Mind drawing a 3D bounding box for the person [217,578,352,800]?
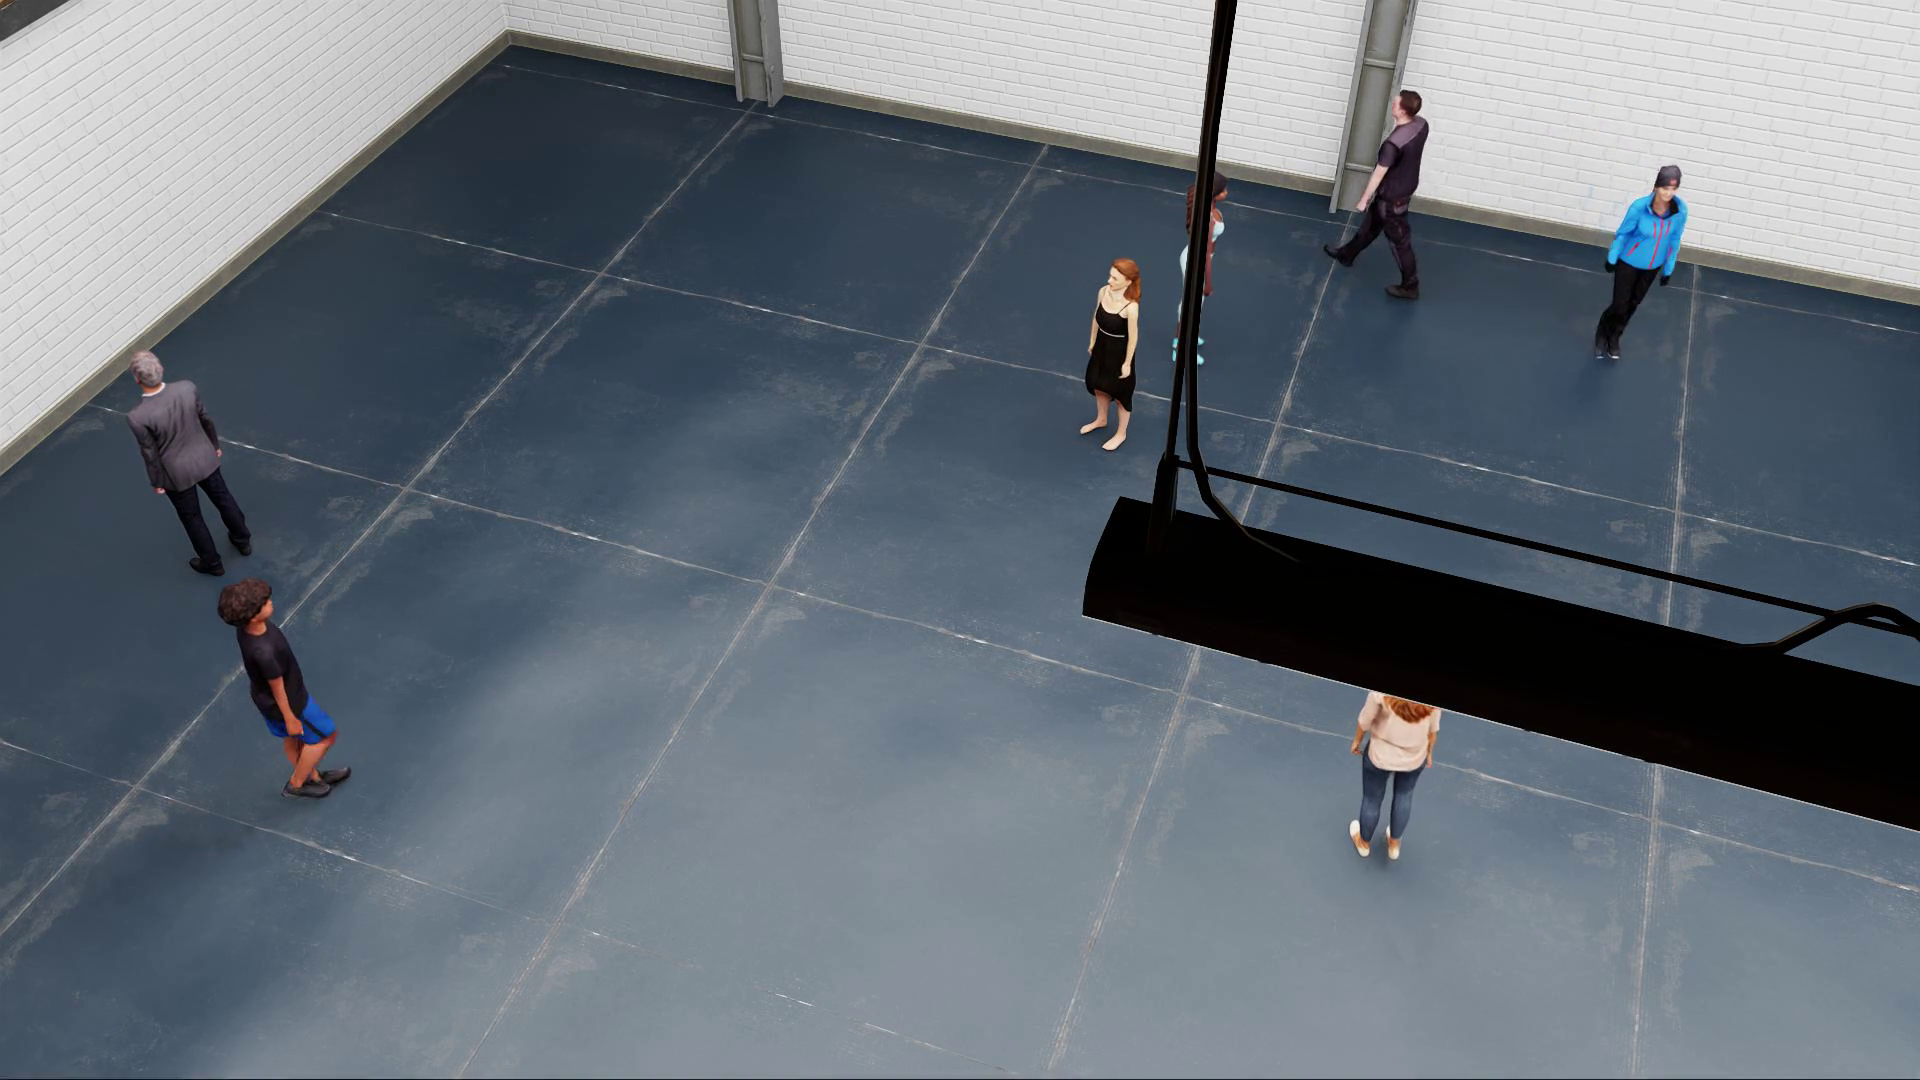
[{"bbox_3d":[-4.071,0.953,9.805,0.830,1.790,0.758,-26,49,-25],"label":"person"}]

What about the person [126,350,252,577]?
[{"bbox_3d":[-5.275,-0.531,11.324,0.685,1.842,0.768,24,49,23],"label":"person"}]

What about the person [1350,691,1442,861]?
[{"bbox_3d":[2.495,1.237,9.509,0.549,1.787,0.725,4,44,4],"label":"person"}]

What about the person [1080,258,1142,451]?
[{"bbox_3d":[1.155,-1.398,12.392,0.741,1.625,0.657,-29,51,-27],"label":"person"}]

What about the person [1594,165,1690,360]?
[{"bbox_3d":[5.349,-2.237,13.154,0.666,1.789,0.772,0,44,0],"label":"person"}]

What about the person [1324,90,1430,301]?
[{"bbox_3d":[3.668,-2.813,13.755,1.291,1.794,0.950,26,49,24],"label":"person"}]

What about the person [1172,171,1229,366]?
[{"bbox_3d":[1.867,-2.154,13.115,0.648,1.723,0.643,-2,44,-2],"label":"person"}]
